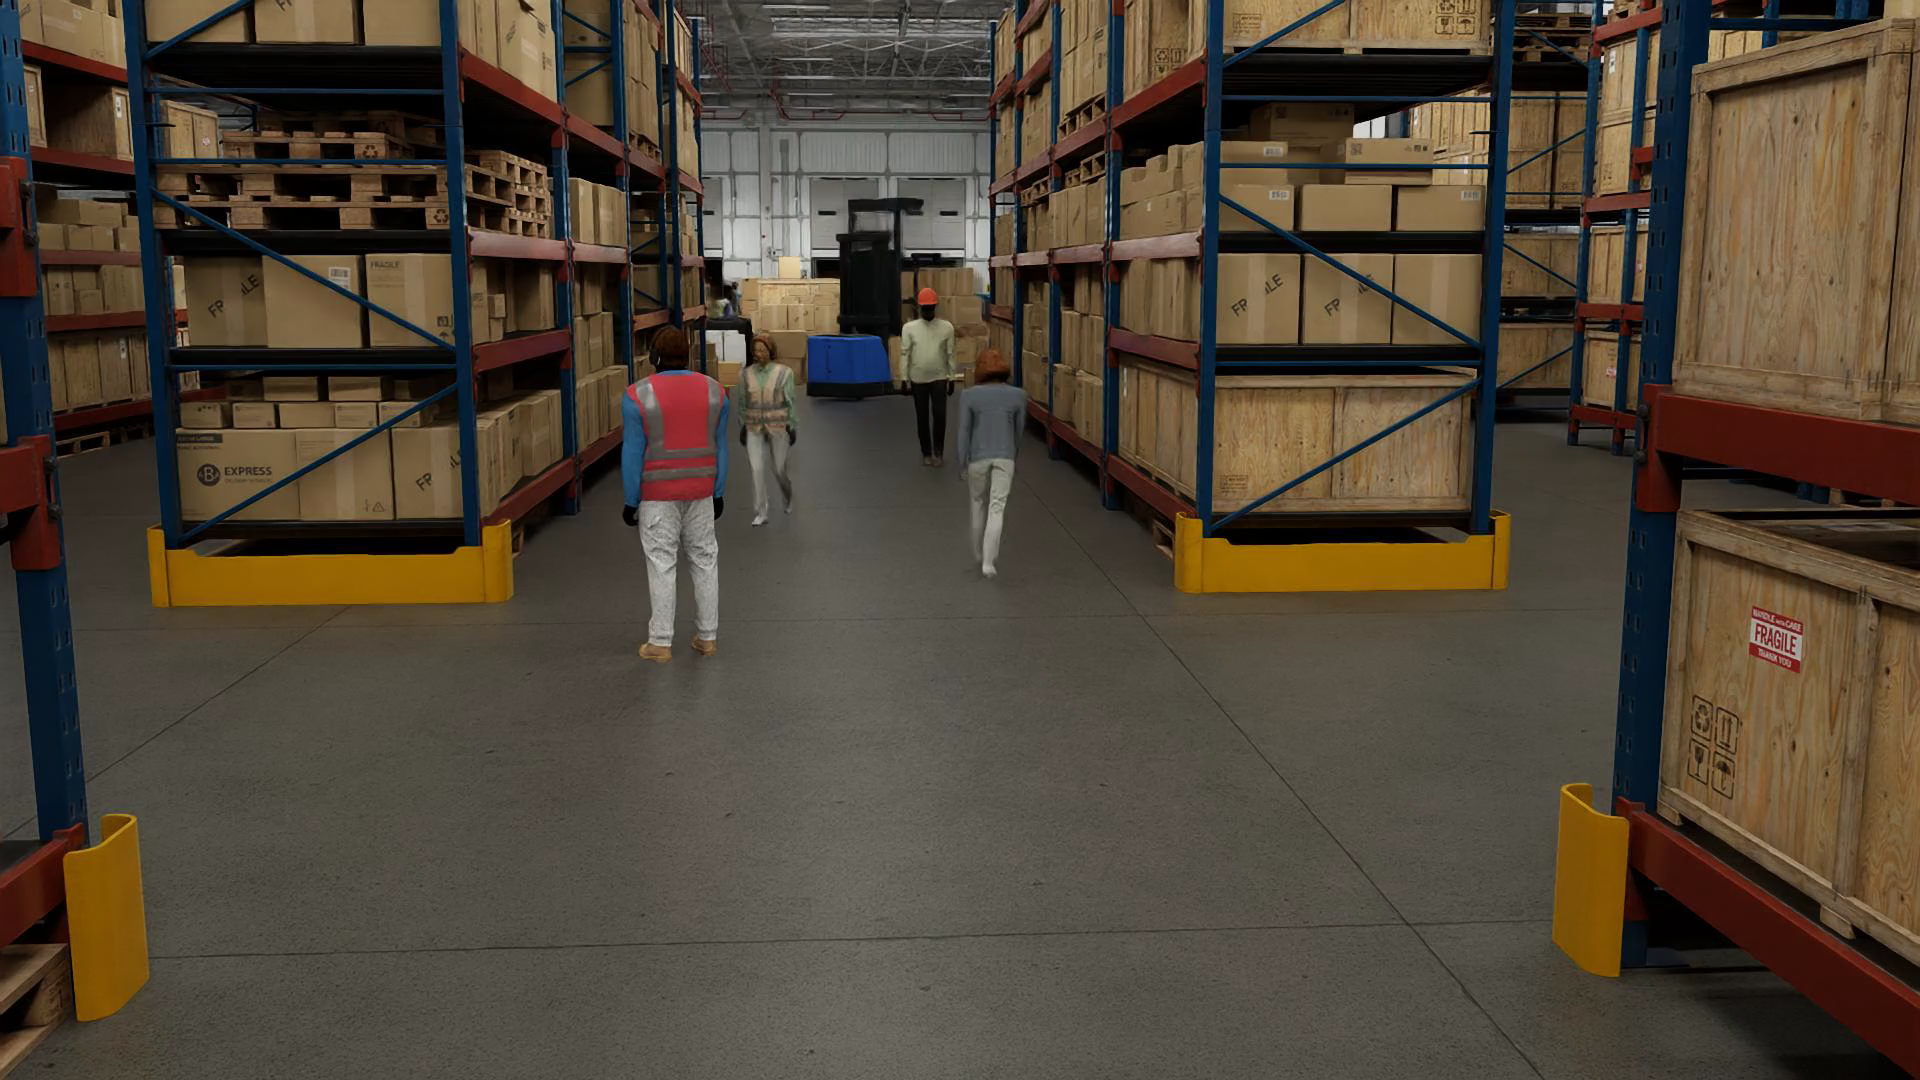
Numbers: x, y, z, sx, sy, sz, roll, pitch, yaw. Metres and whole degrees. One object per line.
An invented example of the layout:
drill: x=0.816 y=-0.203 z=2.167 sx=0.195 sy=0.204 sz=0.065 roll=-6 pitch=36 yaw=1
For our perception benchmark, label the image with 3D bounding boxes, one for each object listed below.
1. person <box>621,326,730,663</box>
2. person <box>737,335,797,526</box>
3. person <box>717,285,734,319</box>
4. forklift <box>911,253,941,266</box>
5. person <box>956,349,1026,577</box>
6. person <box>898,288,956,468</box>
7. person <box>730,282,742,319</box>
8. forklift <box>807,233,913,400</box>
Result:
person: x=-1.574 y=-0.248 z=9.143 sx=0.623 sy=1.844 sz=0.429 roll=-6 pitch=11 yaw=-33
person: x=-1.634 y=-0.945 z=14.190 sx=0.526 sy=1.620 sz=0.554 roll=2 pitch=9 yaw=10
person: x=-5.013 y=-4.644 z=36.589 sx=0.802 sy=1.889 sz=0.614 roll=-3 pitch=10 yaw=-20
forklift: x=-1.098 y=-7.823 z=53.451 sx=1.129 sy=2.768 sz=1.873 roll=-6 pitch=11 yaw=-32
person: x=0.222 y=-0.566 z=11.910 sx=0.496 sy=1.580 sz=0.862 roll=0 pitch=9 yaw=2
person: x=-0.358 y=-1.763 z=18.248 sx=0.641 sy=1.960 sz=0.823 roll=0 pitch=9 yaw=-2
person: x=-7.306 y=-7.505 z=54.532 sx=0.911 sy=1.903 sz=0.655 roll=-4 pitch=10 yaw=-22
forklift: x=-1.664 y=-3.842 z=28.454 sx=1.129 sy=2.768 sz=1.873 roll=7 pitch=11 yaw=36
